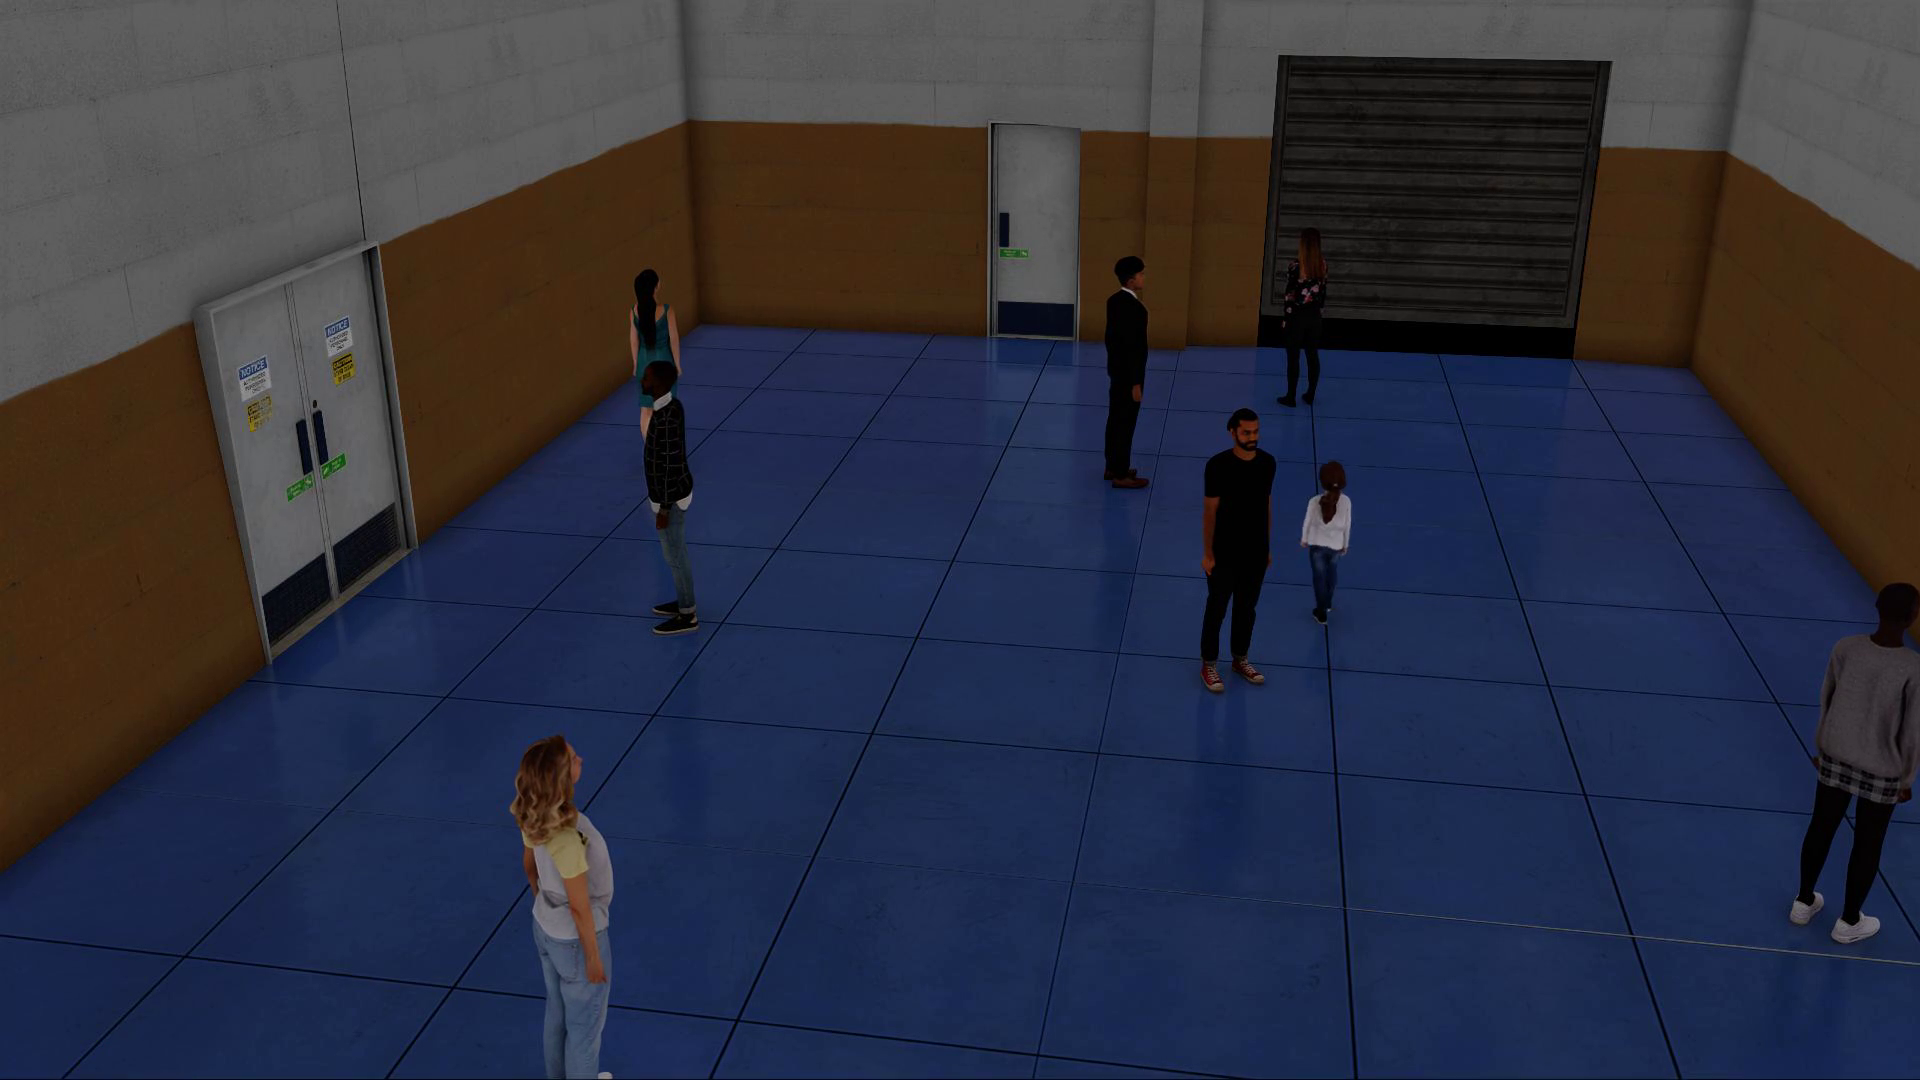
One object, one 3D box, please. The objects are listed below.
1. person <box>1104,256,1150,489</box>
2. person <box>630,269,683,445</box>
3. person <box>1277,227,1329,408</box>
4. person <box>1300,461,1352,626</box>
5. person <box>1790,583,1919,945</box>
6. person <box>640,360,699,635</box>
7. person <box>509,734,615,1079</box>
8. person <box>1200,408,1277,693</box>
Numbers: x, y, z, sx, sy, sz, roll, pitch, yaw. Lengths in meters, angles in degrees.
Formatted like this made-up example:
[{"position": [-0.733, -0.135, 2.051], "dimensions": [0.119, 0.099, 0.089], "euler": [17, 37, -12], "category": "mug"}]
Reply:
[{"position": [1.324, -1.357, 13.404], "dimensions": [0.715, 1.884, 0.769], "euler": [-5, 22, -13], "category": "person"}, {"position": [-2.532, -1.420, 13.826], "dimensions": [0.445, 1.686, 0.637], "euler": [1, 22, 3], "category": "person"}, {"position": [3.200, -2.071, 15.449], "dimensions": [0.595, 1.683, 0.703], "euler": [-8, 23, -18], "category": "person"}, {"position": [2.437, 0.032, 10.998], "dimensions": [0.577, 1.100, 0.592], "euler": [-3, 22, -7], "category": "person"}, {"position": [4.148, 1.013, 7.655], "dimensions": [0.744, 1.771, 0.675], "euler": [-16, 27, -35], "category": "person"}, {"position": [-1.878, -0.293, 10.838], "dimensions": [0.673, 1.821, 0.725], "euler": [-3, 22, -8], "category": "person"}, {"position": [-1.510, 1.528, 6.418], "dimensions": [0.768, 1.723, 0.693], "euler": [-17, 27, -36], "category": "person"}, {"position": [1.678, 0.045, 10.081], "dimensions": [0.689, 1.758, 0.787], "euler": [-9, 24, -21], "category": "person"}]
